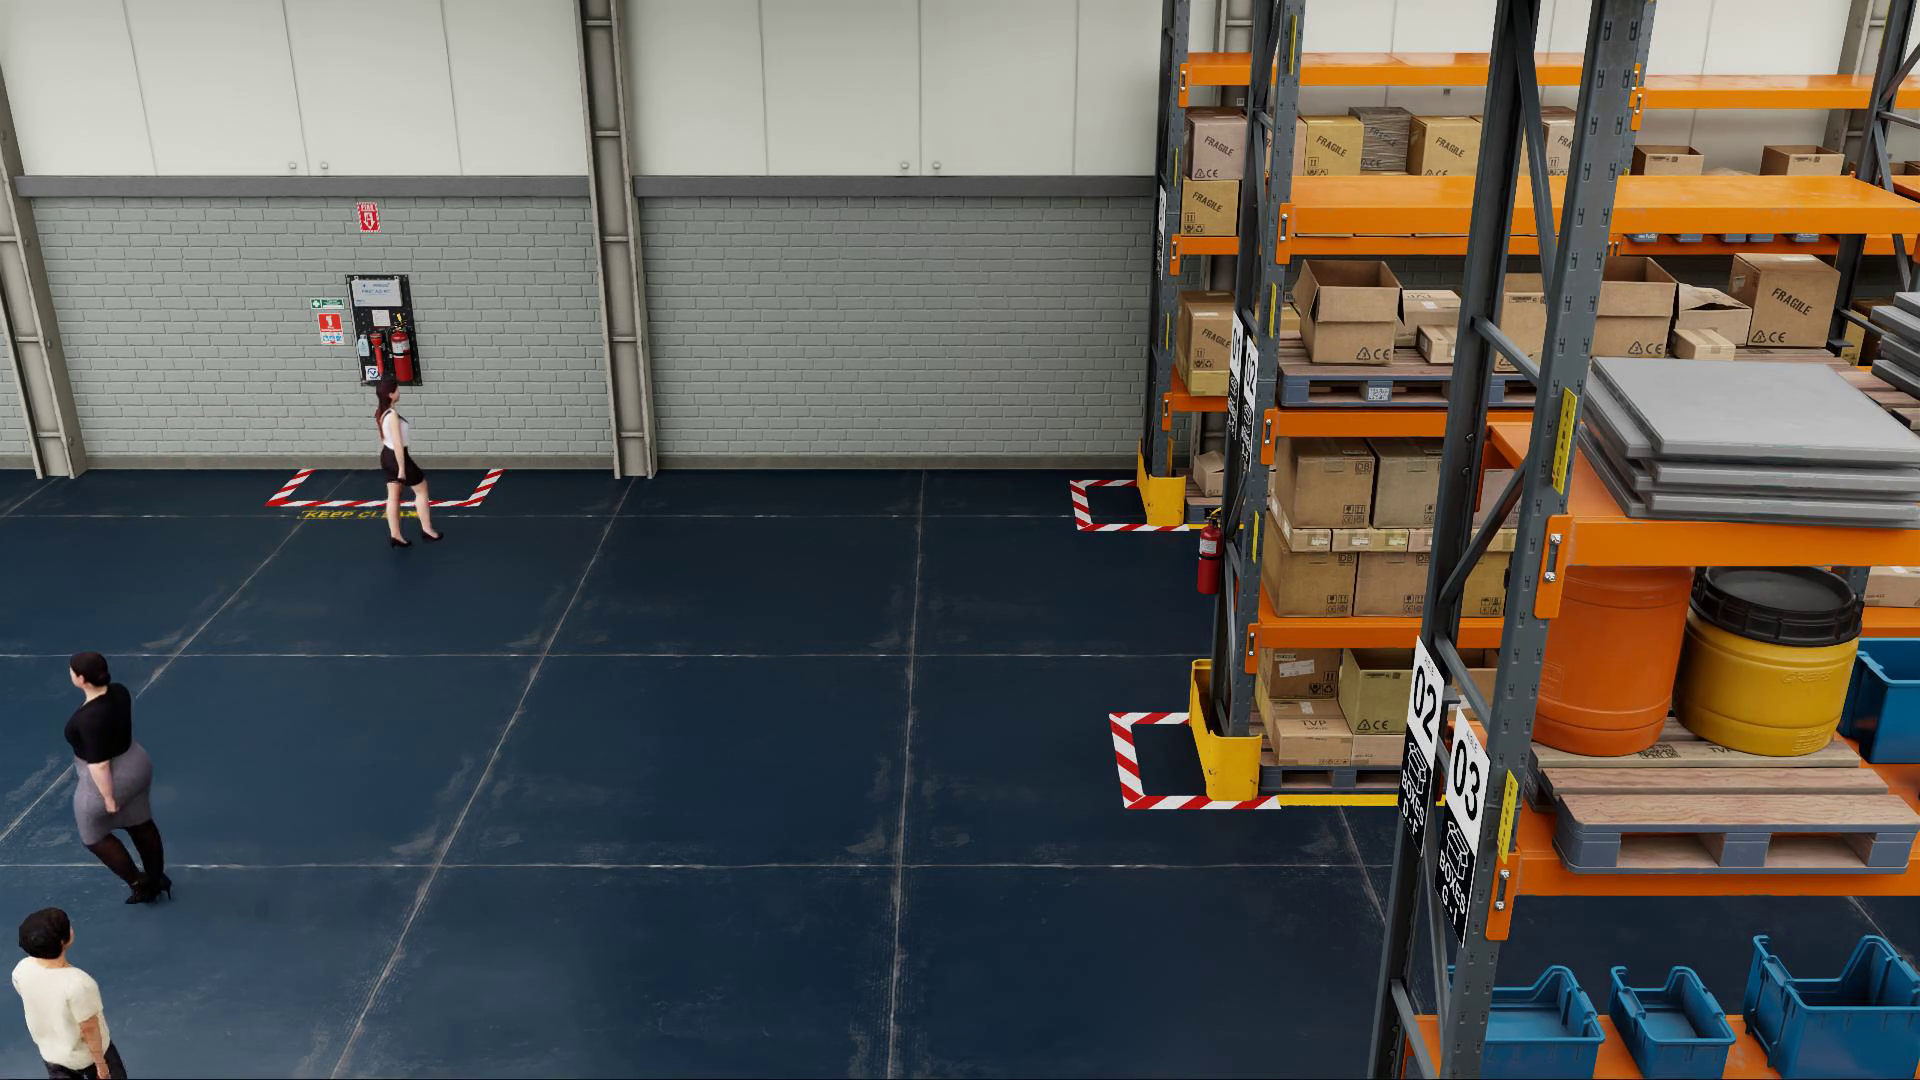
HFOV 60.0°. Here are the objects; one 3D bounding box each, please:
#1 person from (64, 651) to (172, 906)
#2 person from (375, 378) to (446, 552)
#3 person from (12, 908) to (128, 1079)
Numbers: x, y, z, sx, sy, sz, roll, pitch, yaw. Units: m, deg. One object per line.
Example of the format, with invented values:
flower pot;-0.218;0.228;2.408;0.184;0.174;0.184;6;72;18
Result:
person;-5.006;1.471;10.056;0.614;1.744;0.668;1;23;3
person;-5.224;-0.672;15.234;0.841;1.637;0.780;-21;31;-40
person;-4.264;2.479;7.917;0.947;1.563;0.792;5;24;12
